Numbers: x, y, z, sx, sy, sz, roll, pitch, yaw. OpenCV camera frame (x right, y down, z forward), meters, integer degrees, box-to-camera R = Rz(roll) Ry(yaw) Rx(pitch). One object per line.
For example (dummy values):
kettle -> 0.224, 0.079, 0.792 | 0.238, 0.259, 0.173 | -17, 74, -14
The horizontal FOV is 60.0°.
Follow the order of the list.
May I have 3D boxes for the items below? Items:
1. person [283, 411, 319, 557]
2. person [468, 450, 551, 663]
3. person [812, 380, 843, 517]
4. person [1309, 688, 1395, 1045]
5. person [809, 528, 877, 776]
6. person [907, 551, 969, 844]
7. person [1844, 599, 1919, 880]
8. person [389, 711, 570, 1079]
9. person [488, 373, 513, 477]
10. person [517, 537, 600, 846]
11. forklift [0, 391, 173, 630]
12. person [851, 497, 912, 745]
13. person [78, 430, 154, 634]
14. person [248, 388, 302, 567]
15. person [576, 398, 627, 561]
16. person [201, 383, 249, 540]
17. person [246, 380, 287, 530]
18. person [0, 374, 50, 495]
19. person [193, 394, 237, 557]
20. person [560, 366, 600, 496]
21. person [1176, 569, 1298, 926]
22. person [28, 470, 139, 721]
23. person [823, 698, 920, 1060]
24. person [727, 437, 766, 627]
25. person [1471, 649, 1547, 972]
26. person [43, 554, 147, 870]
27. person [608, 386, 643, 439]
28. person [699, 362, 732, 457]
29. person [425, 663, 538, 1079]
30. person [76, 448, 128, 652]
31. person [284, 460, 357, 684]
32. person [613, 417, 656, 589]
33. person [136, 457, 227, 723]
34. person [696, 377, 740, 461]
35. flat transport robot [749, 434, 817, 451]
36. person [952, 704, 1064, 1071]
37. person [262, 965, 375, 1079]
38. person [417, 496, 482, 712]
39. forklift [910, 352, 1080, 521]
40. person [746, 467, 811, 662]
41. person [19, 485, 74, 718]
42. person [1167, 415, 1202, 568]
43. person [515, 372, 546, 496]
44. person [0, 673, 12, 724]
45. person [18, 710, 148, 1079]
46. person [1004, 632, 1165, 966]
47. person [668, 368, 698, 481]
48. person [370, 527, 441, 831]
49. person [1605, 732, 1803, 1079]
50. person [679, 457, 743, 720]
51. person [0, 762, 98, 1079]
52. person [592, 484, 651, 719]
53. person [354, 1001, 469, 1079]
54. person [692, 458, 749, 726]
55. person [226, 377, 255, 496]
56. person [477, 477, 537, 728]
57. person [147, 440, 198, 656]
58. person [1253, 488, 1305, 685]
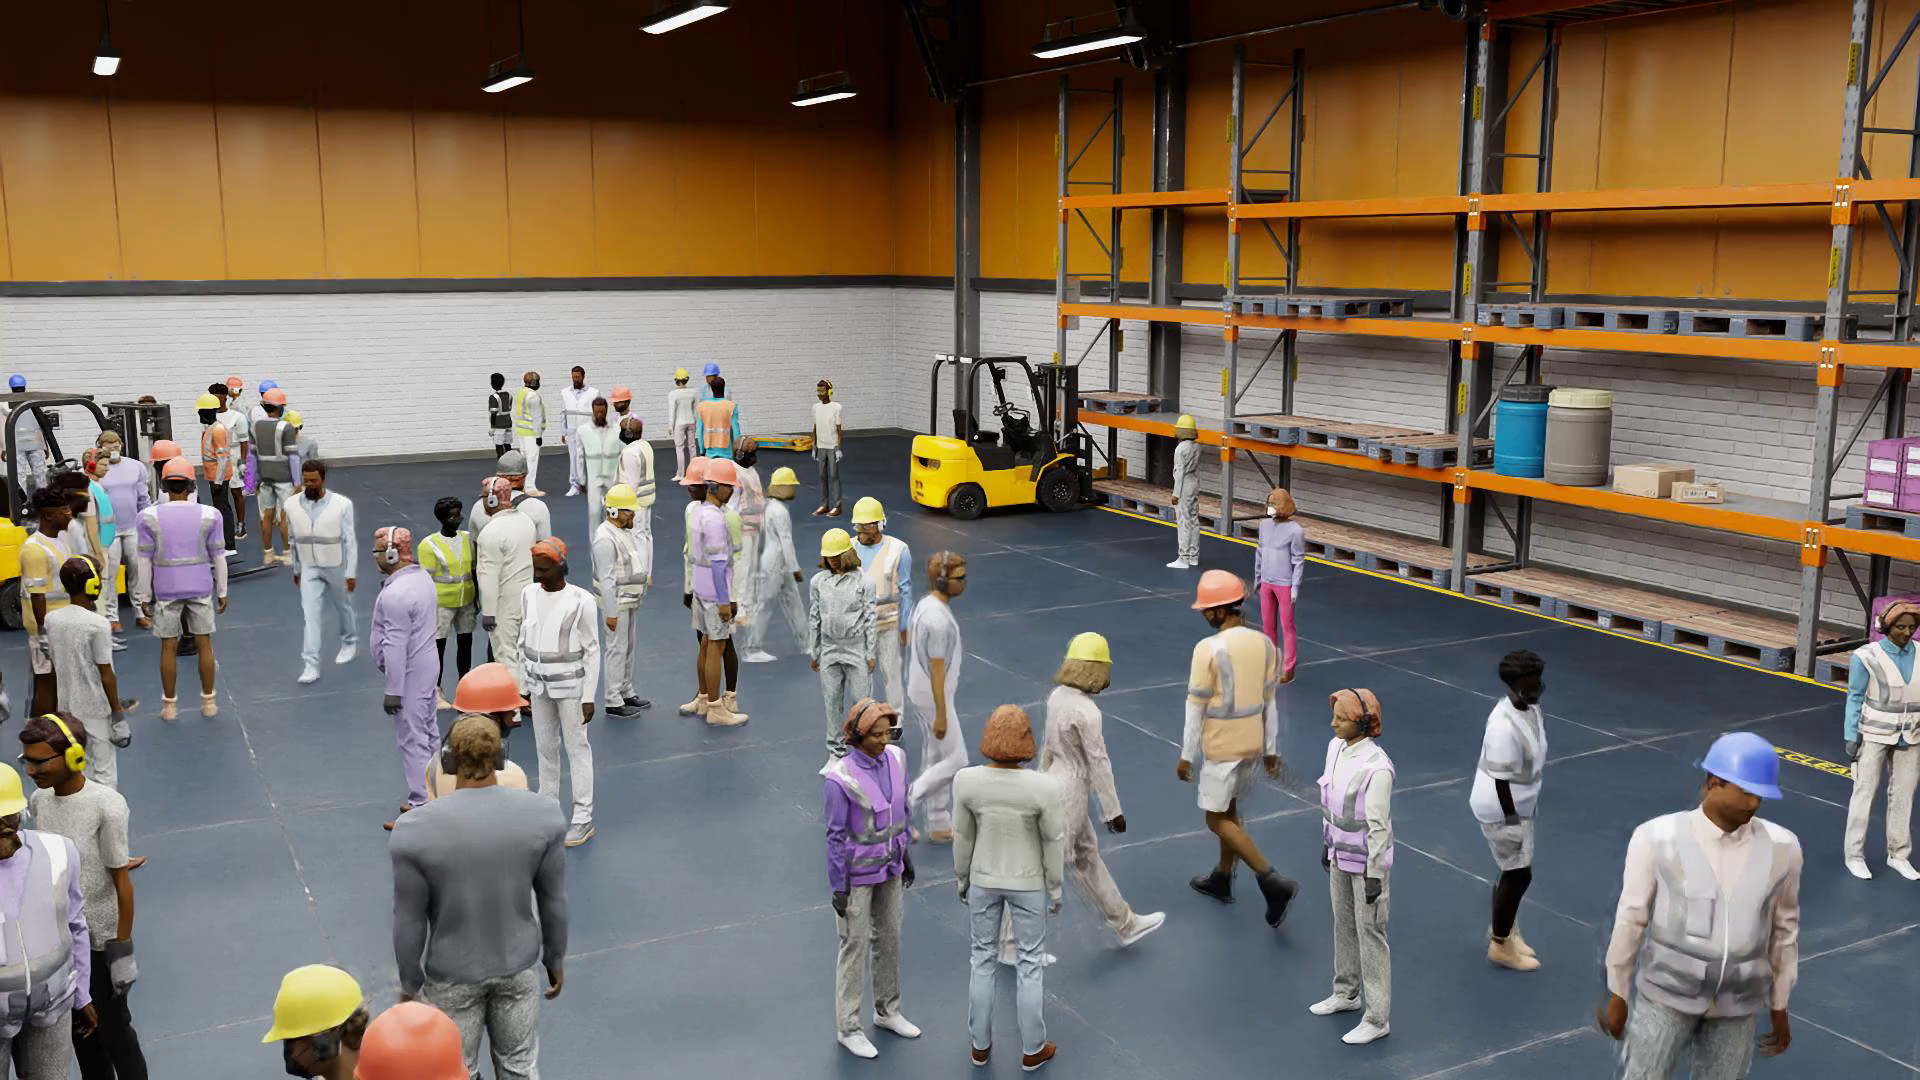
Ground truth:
person -> -7.684, -0.623, 19.261 | 0.524, 1.762, 0.325 | -2, 10, -9
person -> -3.500, 0.289, 13.201 | 0.686, 2.000, 0.535 | 3, 10, 16
person -> -1.800, -1.243, 22.555 | 0.504, 1.861, 0.329 | 6, 11, 31
person -> 1.810, 1.468, 7.599 | 0.318, 1.630, 0.513 | -3, 10, -14
person -> -0.804, 0.771, 11.326 | 0.489, 1.728, 0.323 | 3, 10, 16
person -> -0.184, 0.965, 9.930 | 0.500, 1.829, 0.558 | -2, 10, -9
person -> 5.300, 1.137, 9.502 | 0.524, 1.631, 0.315 | -1, 10, -3
person -> -1.746, 1.578, 6.120 | 0.636, 1.928, 0.387 | -5, 11, -27
person -> -7.191, -1.768, 26.028 | 0.319, 1.698, 0.532 | 3, 10, 17
person -> -2.442, 0.909, 10.074 | 0.572, 1.887, 0.356 | 5, 11, 25
forklift -> -9.026, -0.363, 16.508 | 1.214, 2.155, 2.313 | 6, 11, 29
person -> -0.640, 0.587, 12.123 | 0.596, 1.827, 0.403 | 3, 10, 17
person -> -7.935, -0.081, 15.663 | 0.375, 1.930, 0.636 | 9, 14, 43
person -> -7.771, -0.714, 18.972 | 0.615, 2.039, 0.393 | 3, 10, 18
person -> -4.132, -0.701, 19.355 | 0.598, 1.885, 0.878 | -3, 10, -18
person -> -9.166, -0.981, 20.722 | 0.603, 1.967, 0.366 | 1, 10, 7
person -> -8.892, -1.098, 21.485 | 0.605, 1.939, 0.415 | 3, 10, 17
person -> -12.559, -1.249, 22.330 | 0.616, 1.942, 0.408 | -9, 13, -42
person -> -8.740, -0.754, 19.529 | 0.370, 1.929, 0.585 | -6, 11, -30
person -> -5.562, -1.595, 24.398 | 0.596, 1.918, 0.386 | 1, 10, 3
person -> 1.504, 1.109, 8.907 | 0.568, 1.902, 0.757 | -8, 13, -38
person -> -6.767, 0.432, 12.718 | 0.846, 1.916, 0.635 | -5, 11, -28
person -> -0.410, 1.494, 7.444 | 0.314, 1.630, 0.528 | 7, 12, 37
person -> -2.072, -0.084, 15.966 | 0.429, 1.833, 0.636 | 2, 10, 9
person -> 2.731, 1.337, 8.266 | 0.354, 1.660, 0.560 | 6, 12, 32
person -> -5.010, 1.010, 9.580 | 0.519, 1.860, 0.320 | 5, 11, 26
person -> -4.162, -0.954, 20.694 | 0.546, 1.927, 0.393 | 10, 14, 44
person -> -3.658, -1.674, 24.773 | 0.609, 1.946, 0.401 | 7, 12, 34
person -> -1.909, 1.453, 6.796 | 0.548, 1.936, 0.378 | 7, 12, 34
person -> -7.763, 0.088, 14.937 | 0.389, 1.838, 0.563 | -5, 11, -25
person -> -5.401, 0.219, 14.155 | 0.601, 1.857, 1.047 | 0, 10, -2
person -> -3.458, -0.385, 17.653 | 0.430, 1.845, 0.623 | 1, 10, 5
person -> -5.934, 0.380, 12.731 | 0.613, 2.028, 0.409 | -5, 11, -27
person -> -3.224, -1.224, 22.263 | 0.593, 1.920, 0.392 | 2, 10, 10
flat transport robot -> -3.300, -1.784, 30.224 | 1.431, 0.197, 0.652 | 4, 10, 20
person -> 0.212, 1.517, 7.294 | 0.500, 1.636, 0.282 | 3, 10, 16
person -> -1.655, 1.976, 4.399 | 0.807, 1.729, 0.545 | -8, 12, -38
person -> -3.996, 0.490, 13.058 | 0.318, 1.691, 0.539 | 7, 12, 37
forklift -> 0.460, -1.461, 22.833 | 2.313, 2.155, 1.214 | -5, 11, -28
person -> -1.499, 0.222, 14.538 | 0.844, 1.706, 0.498 | -1, 10, -7
person -> -6.398, 0.582, 11.759 | 0.379, 1.958, 0.608 | -2, 10, -10
person -> 2.557, -0.553, 18.896 | 0.284, 1.746, 0.492 | 7, 12, 36
person -> -6.307, -1.558, 24.475 | 0.431, 1.833, 0.641 | -6, 12, -32
person -> -6.134, 0.914, 9.989 | 1.017, 1.919, 0.638 | 7, 12, 35
person -> -3.385, 1.562, 6.422 | 0.526, 1.857, 0.347 | 5, 11, 25
person -> 0.632, 1.304, 8.366 | 0.893, 1.686, 0.510 | -2, 10, -13
person -> -4.326, -1.797, 25.989 | 0.525, 1.772, 0.306 | -9, 14, -43
person -> -3.458, 0.855, 10.377 | 0.399, 1.899, 0.636 | -1, 10, -4
person -> 2.617, 1.616, 5.953 | 0.707, 1.921, 0.383 | 1, 10, 6
person -> -1.917, 0.374, 12.715 | 0.608, 2.040, 0.394 | 9, 14, 43
person -> -3.367, 1.662, 5.893 | 0.404, 1.833, 0.590 | 8, 13, 39
person -> -2.615, 0.467, 12.818 | 0.403, 1.820, 0.603 | 1, 10, 3
person -> -1.355, 1.962, 4.064 | 0.552, 1.900, 0.980 | -8, 13, -39
person -> -1.833, 0.391, 12.631 | 0.392, 2.035, 0.605 | -4, 10, -19
person -> -10.596, -1.518, 24.426 | 0.335, 1.753, 0.563 | -6, 12, -33
person -> -3.450, 0.466, 12.603 | 0.397, 1.900, 0.649 | 2, 10, 13
person -> -6.969, 0.069, 14.793 | 0.389, 1.930, 0.544 | 0, 10, -2
person -> 2.642, 0.379, 13.852 | 0.280, 1.633, 0.503 | -7, 12, -35
